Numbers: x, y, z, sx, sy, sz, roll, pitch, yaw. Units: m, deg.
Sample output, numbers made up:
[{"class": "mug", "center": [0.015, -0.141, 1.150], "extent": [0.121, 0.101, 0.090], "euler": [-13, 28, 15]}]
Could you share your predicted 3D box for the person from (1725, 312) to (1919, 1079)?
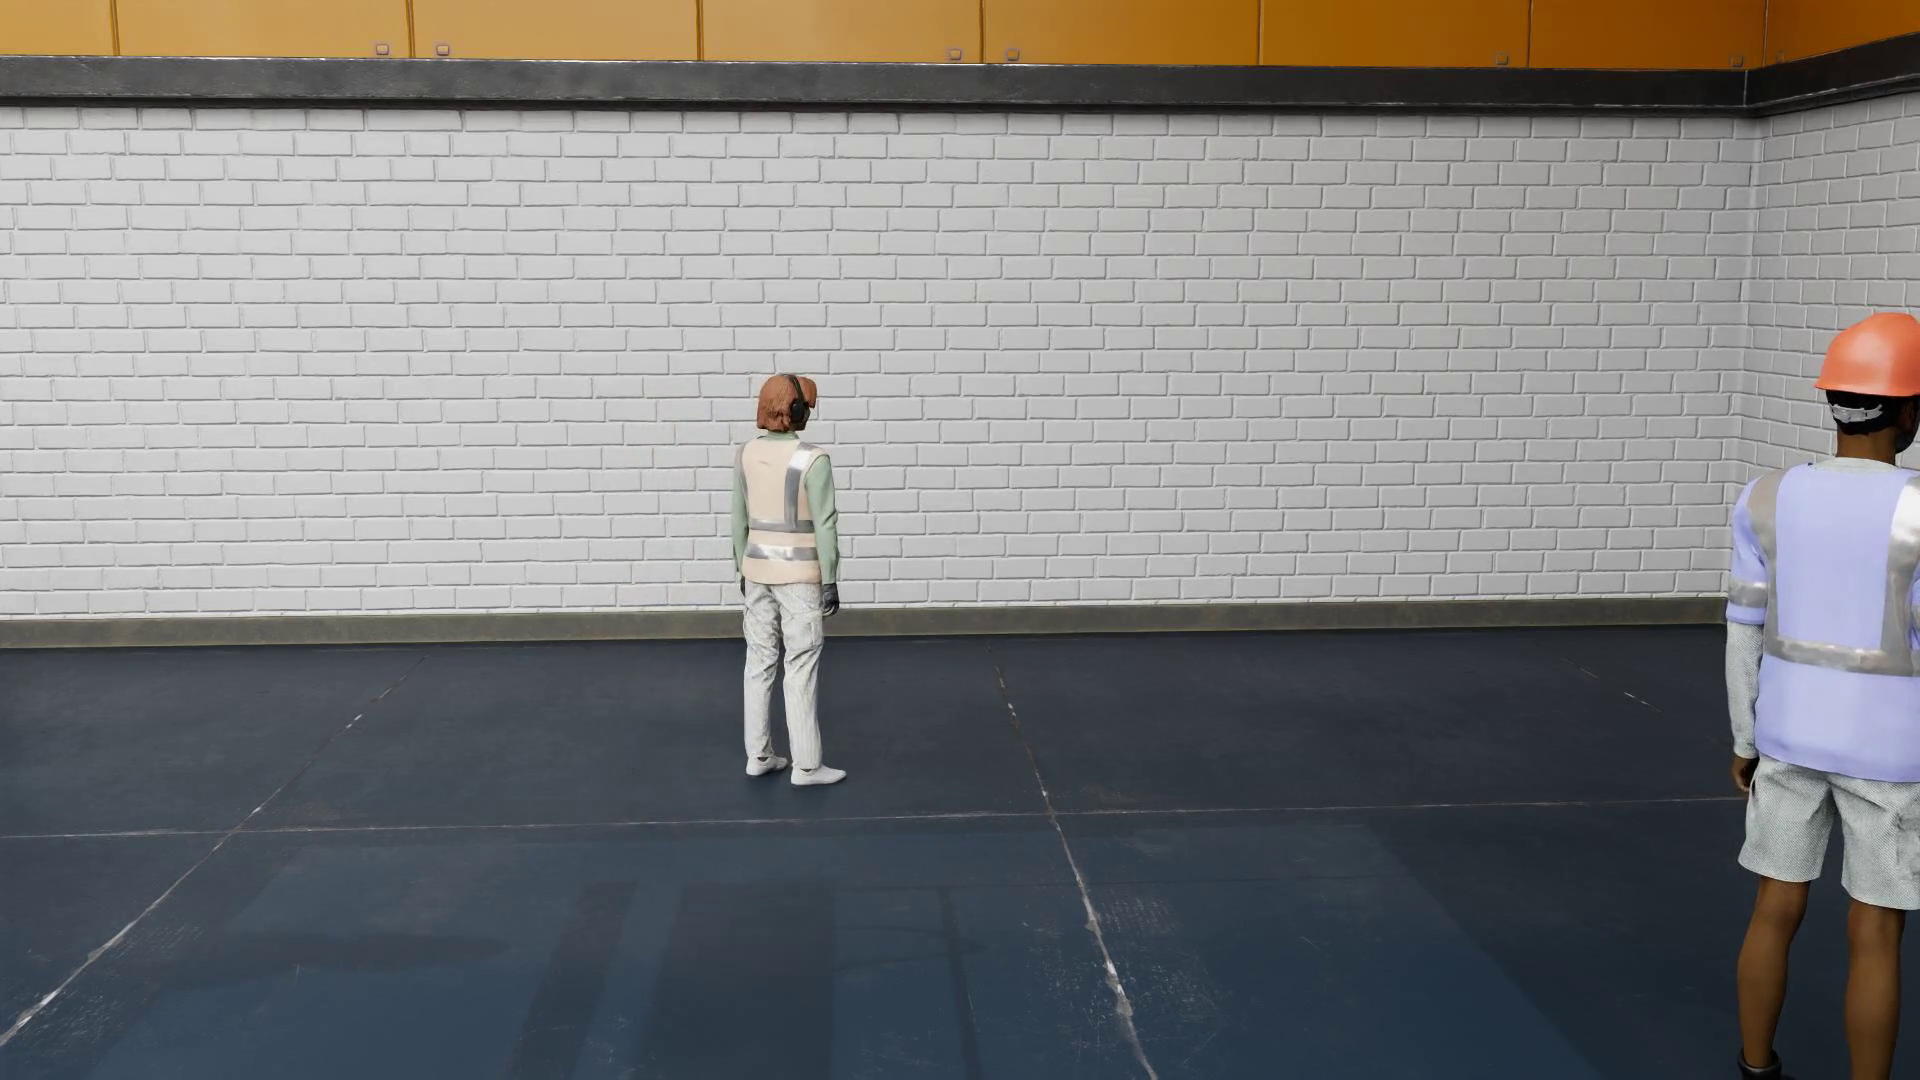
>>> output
[{"class": "person", "center": [2.016, 0.462, 3.777], "extent": [0.361, 1.939, 0.542], "euler": [-7, 11, -37]}]

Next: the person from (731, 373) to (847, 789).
[{"class": "person", "center": [-0.690, 0.162, 6.597], "extent": [0.523, 1.638, 0.310], "euler": [7, 11, 36]}]
